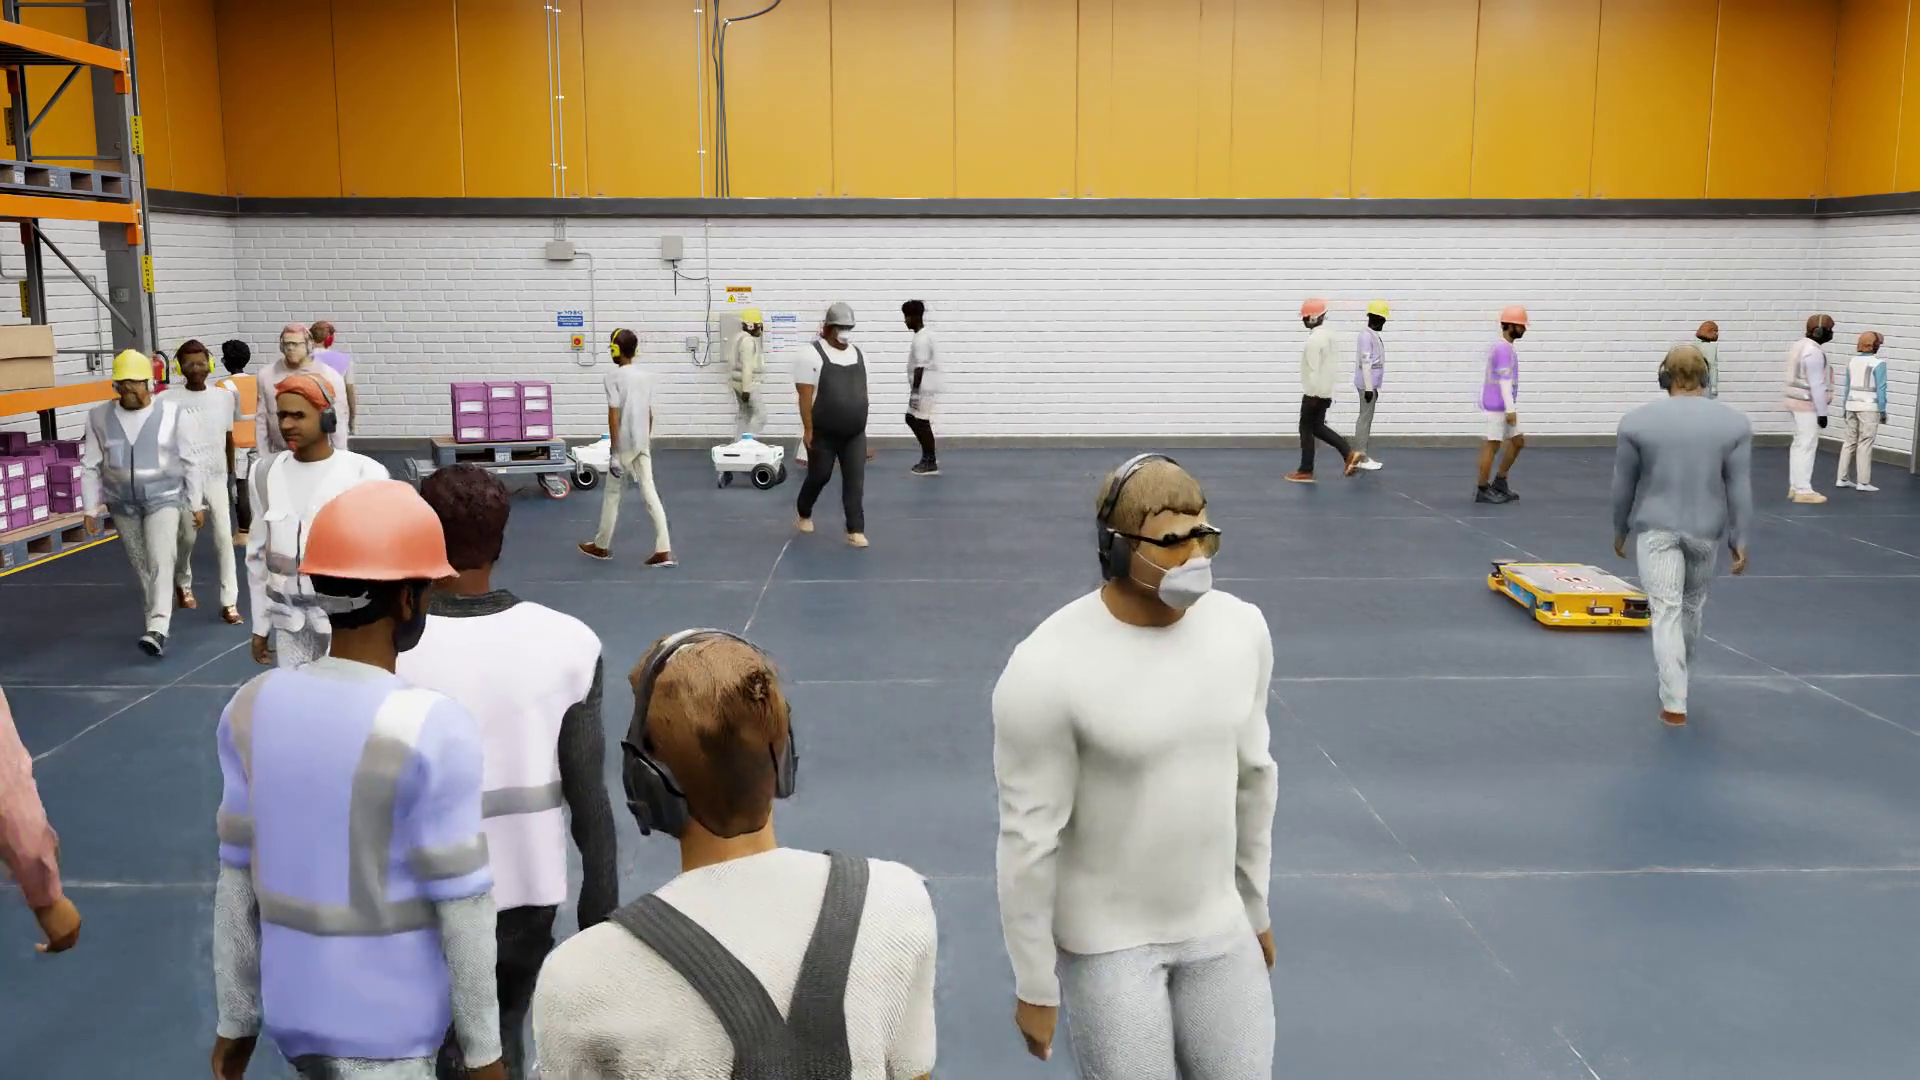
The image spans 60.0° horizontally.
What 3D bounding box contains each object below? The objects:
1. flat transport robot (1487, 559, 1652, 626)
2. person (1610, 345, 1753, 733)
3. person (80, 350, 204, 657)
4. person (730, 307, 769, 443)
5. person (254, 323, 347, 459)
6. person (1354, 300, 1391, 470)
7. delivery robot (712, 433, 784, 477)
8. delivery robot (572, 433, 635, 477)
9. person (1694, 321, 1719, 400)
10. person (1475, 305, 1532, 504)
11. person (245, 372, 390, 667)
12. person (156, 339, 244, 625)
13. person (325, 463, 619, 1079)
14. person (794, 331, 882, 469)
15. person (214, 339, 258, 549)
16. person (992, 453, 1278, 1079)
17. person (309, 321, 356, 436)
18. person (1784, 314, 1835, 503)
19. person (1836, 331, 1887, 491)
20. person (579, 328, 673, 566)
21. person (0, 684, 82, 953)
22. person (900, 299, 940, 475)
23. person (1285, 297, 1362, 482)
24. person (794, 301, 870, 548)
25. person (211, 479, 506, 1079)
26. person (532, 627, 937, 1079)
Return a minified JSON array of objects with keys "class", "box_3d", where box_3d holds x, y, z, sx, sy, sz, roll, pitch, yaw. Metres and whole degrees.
[{"class":"flat transport robot","box_3d":[4.027,0.341,11.036,0.652,0.197,1.431,0,9,2]},{"class":"person","box_3d":[3.616,-0.039,8.441,0.631,1.879,1.023,2,9,10]},{"class":"person","box_3d":[-4.816,-0.207,9.742,0.626,1.787,0.922,-2,9,-10]},{"class":"person","box_3d":[-2.468,-1.808,19.471,0.428,1.812,0.609,-3,10,-17]},{"class":"person","box_3d":[-4.754,-0.637,12.082,0.652,1.887,0.709,1,9,5]},{"class":"person","box_3d":[4.674,-1.762,18.892,0.381,1.917,0.585,3,10,18]},{"class":"delivery robot","box_3d":[-2.207,-0.867,17.284,0.707,0.478,0.477,2,9,10]},{"class":"delivery robot","box_3d":[-3.662,-0.863,17.259,0.707,0.478,0.477,-2,9,-15]},{"class":"person","box_3d":[9.124,-1.863,20.385,0.288,1.633,0.499,-1,9,-6]},{"class":"person","box_3d":[5.256,-1.289,16.006,0.545,1.917,0.568,4,10,25]},{"class":"person","box_3d":[-2.405,0.312,6.275,0.583,1.882,0.337,1,9,8]},{"class":"person","box_3d":[-4.960,-0.398,10.824,0.517,1.830,0.978,-7,12,-37]},{"class":"person","box_3d":[-0.967,0.794,3.452,0.615,1.880,0.965,-7,11,-35]},{"class":"person","box_3d":[-1.421,-1.729,18.858,1.080,1.861,0.657,-3,10,-18]},{"class":"person","box_3d":[-5.848,-0.779,13.542,0.315,1.696,0.541,3,10,17]},{"class":"person","box_3d":[0.346,0.777,3.302,0.657,1.925,0.497,-6,11,-30]},{"class":"person","box_3d":[-5.839,-1.109,15.293,0.571,1.803,0.920,-4,10,-23]},{"class":"person","box_3d":[8.244,-1.273,16.159,0.429,1.835,0.650,3,10,15]},{"class":"person","box_3d":[9.244,-1.315,17.022,0.310,1.632,0.524,-2,9,-10]},{"class":"person","box_3d":[-2.546,-0.710,12.759,0.998,1.819,0.555,7,12,37]},{"class":"person","box_3d":[-2.153,0.742,3.438,0.620,1.944,1.014,2,9,11]},{"class":"person","box_3d":[-0.427,-1.666,18.239,0.461,1.939,0.642,0,9,3]},{"class":"person","box_3d":[3.842,-1.570,17.553,0.704,1.971,0.615,5,11,29]},{"class":"person","box_3d":[-1.053,-0.978,13.710,0.687,2.000,0.843,-5,11,-29]},{"class":"person","box_3d":[-1.122,0.847,2.974,0.558,1.902,0.940,5,10,27]},{"class":"person","box_3d":[-0.279,1.011,2.128,0.549,1.835,0.386,-5,11,-29]}]
